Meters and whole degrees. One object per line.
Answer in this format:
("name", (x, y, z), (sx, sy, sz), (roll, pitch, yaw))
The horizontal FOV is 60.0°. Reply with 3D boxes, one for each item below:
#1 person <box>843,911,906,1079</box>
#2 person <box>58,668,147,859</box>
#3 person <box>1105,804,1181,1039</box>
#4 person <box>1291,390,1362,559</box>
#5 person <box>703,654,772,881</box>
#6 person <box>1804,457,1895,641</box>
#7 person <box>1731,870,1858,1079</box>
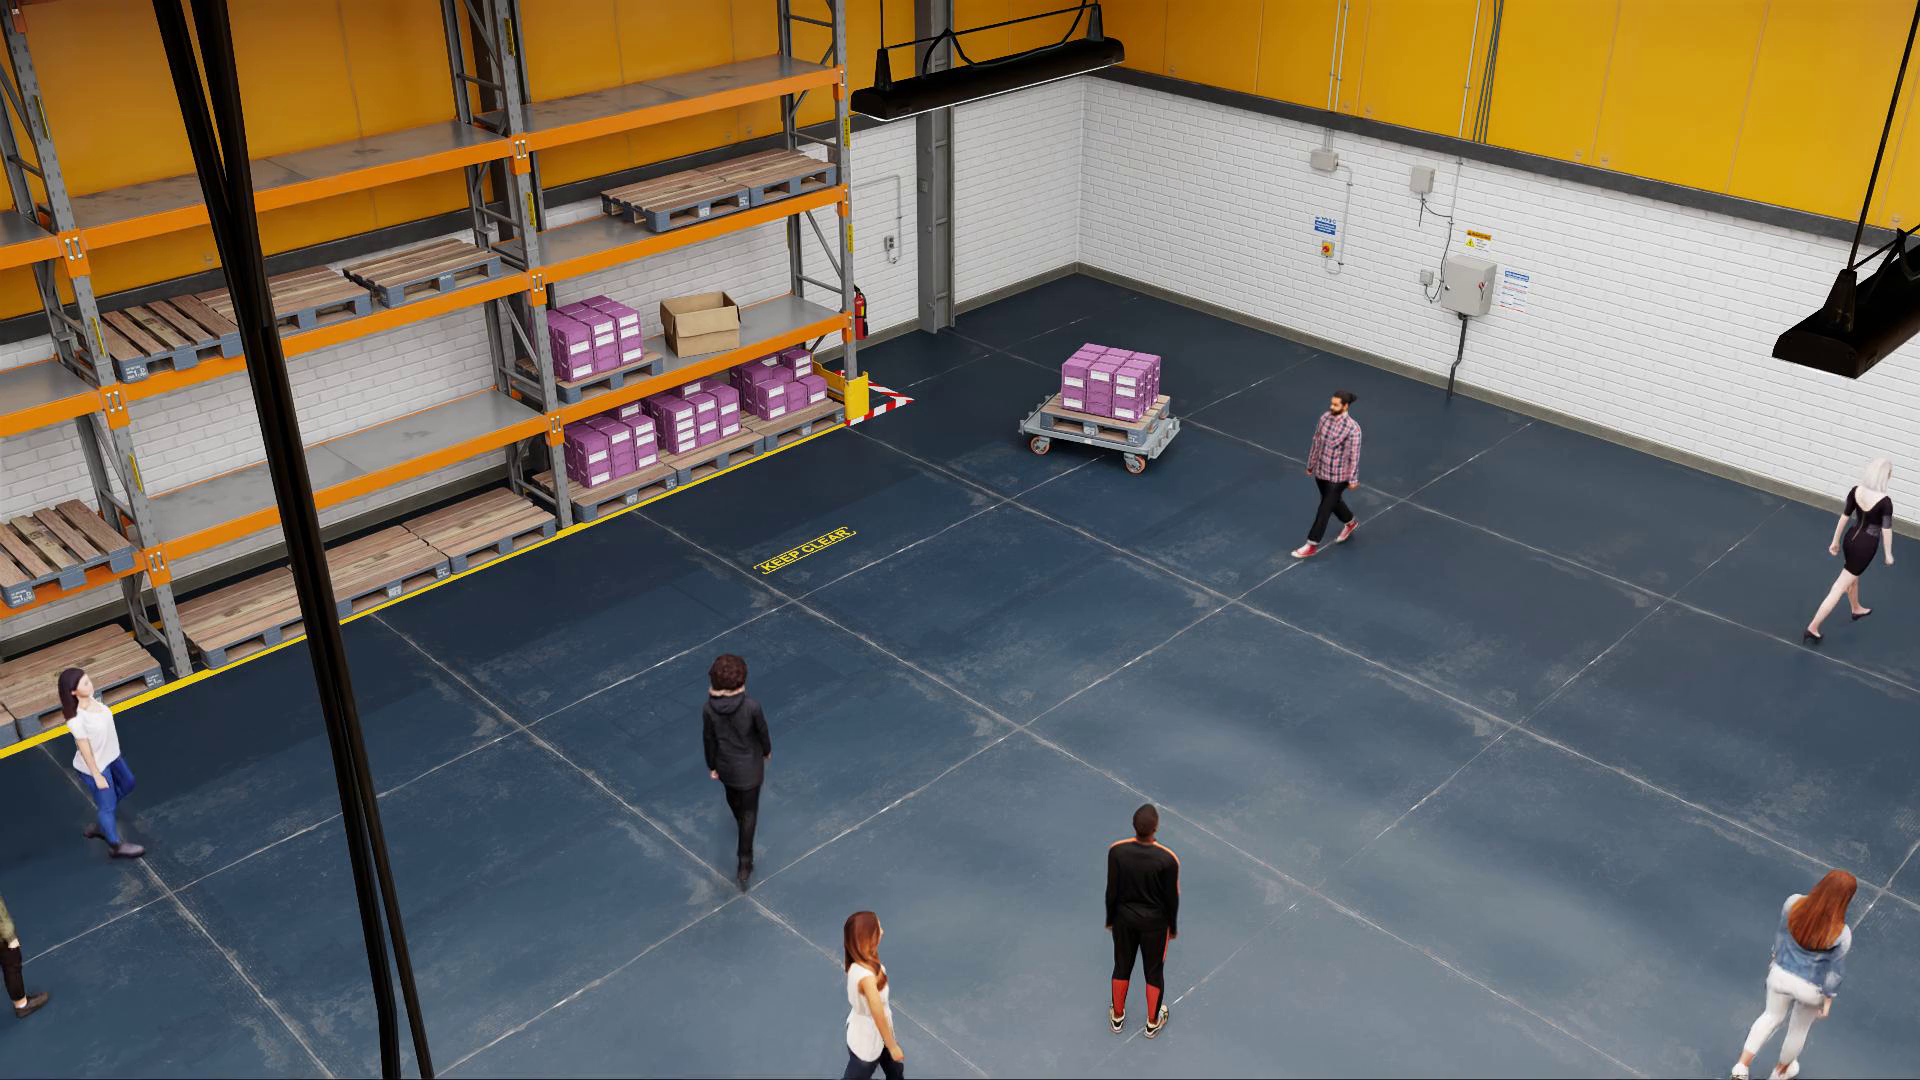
("person", (-0.634, 2.958, 9.843), (1.133, 1.750, 1.023), (-2, 29, -4))
("person", (-6.446, 1.676, 12.274), (0.807, 1.673, 0.754), (-7, 29, -13))
("person", (1.167, 2.445, 10.724), (0.706, 1.808, 0.701), (8, 30, 14))
("person", (3.774, -0.692, 16.540), (1.232, 1.745, 0.885), (-16, 33, -27))
("person", (-1.619, 1.678, 12.192), (1.060, 1.748, 1.182), (3, 29, 5))
("person", (8.010, 0.140, 14.975), (1.217, 1.784, 0.925), (-10, 30, -17))
("person", (5.121, 2.763, 10.276), (0.920, 1.679, 0.703), (-18, 34, -30))
